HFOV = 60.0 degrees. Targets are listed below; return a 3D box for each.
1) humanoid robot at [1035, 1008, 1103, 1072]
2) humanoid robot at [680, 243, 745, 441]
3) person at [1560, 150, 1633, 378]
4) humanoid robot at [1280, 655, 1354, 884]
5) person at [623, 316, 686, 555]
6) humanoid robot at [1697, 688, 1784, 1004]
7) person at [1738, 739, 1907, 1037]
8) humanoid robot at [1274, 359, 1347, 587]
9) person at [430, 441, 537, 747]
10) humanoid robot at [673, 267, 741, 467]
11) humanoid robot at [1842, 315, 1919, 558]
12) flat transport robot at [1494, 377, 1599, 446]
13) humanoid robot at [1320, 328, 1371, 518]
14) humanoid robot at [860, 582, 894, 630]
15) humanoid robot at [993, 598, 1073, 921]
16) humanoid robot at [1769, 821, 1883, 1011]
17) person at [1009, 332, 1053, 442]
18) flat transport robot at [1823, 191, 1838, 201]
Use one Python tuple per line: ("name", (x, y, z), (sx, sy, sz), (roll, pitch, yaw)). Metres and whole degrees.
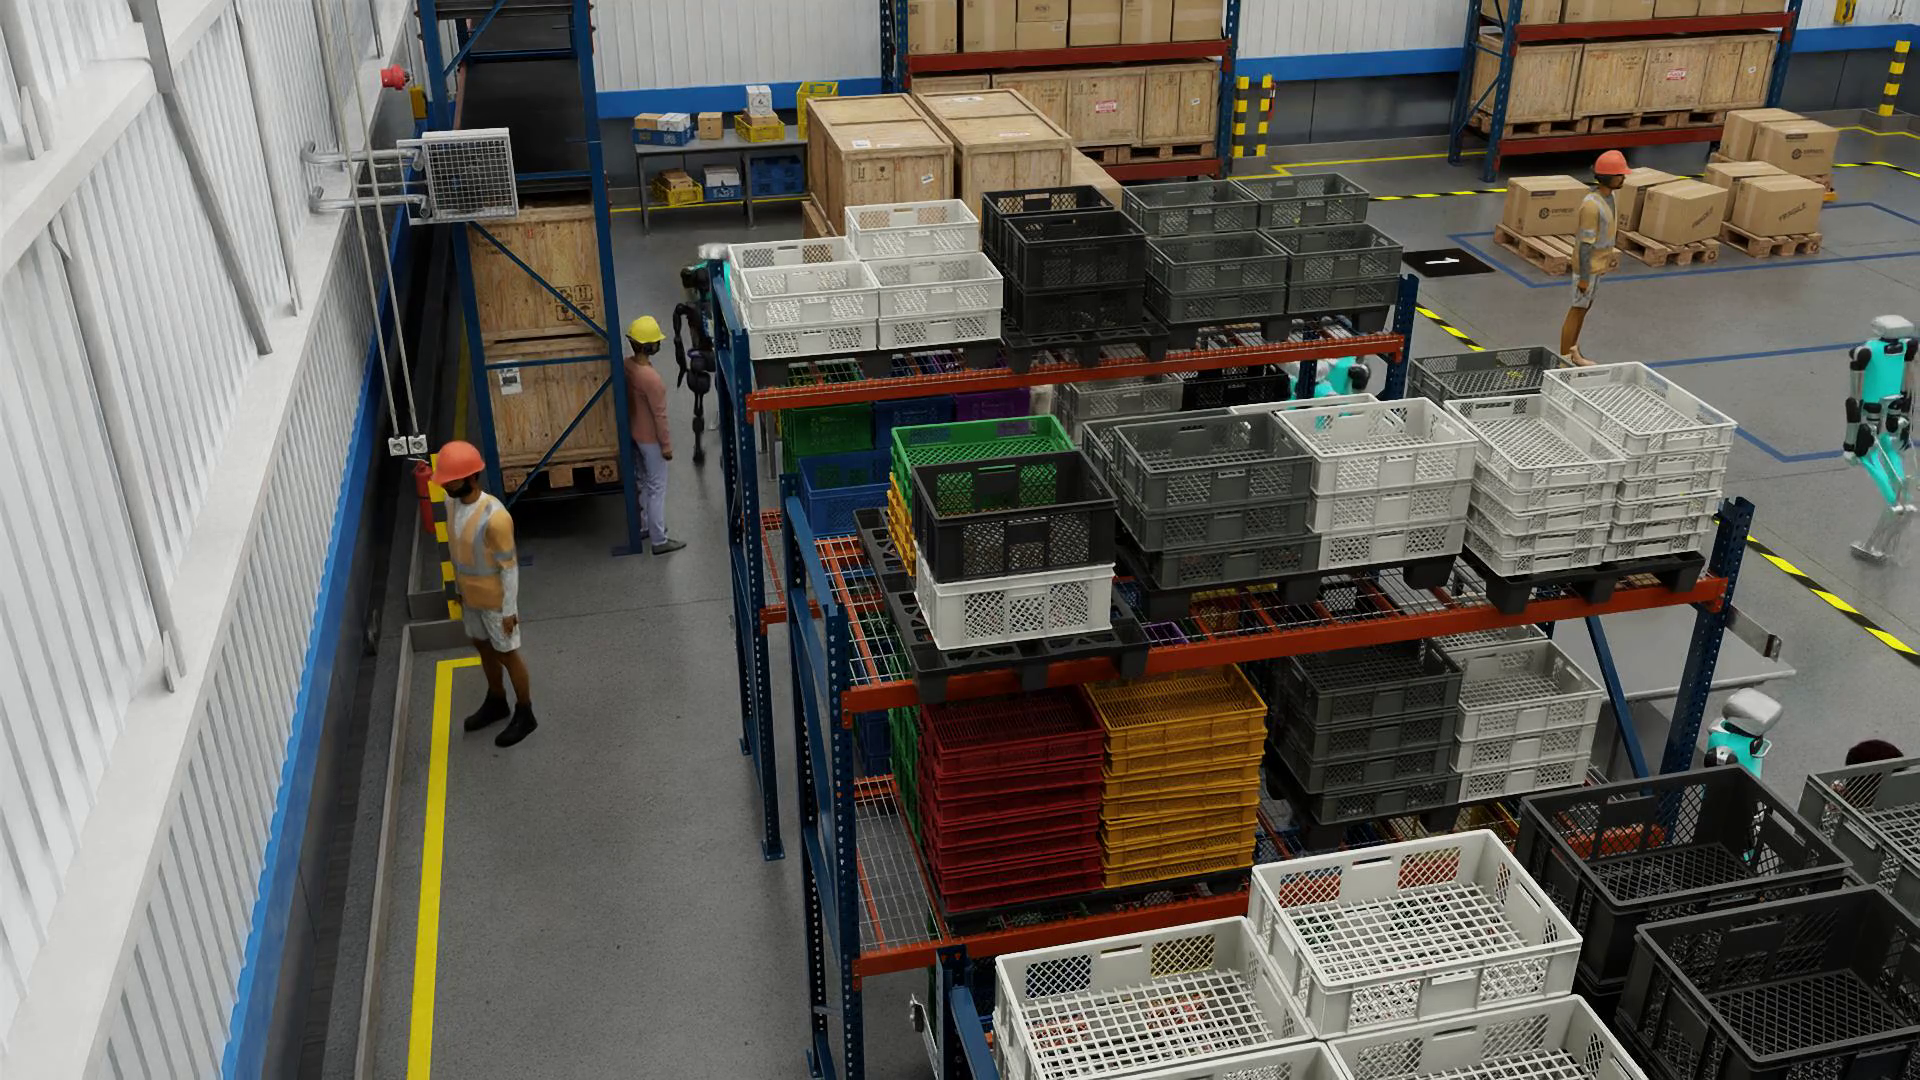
("humanoid robot", (0.419, 2.358, 6.068), (0.354, 1.646, 0.593), (-1, 28, -2))
("humanoid robot", (-1.893, -1.609, 13.573), (0.531, 1.830, 0.748), (4, 28, 7))
("person", (5.621, -2.439, 14.770), (0.366, 2.048, 0.606), (17, 32, 29))
("humanoid robot", (1.878, 1.125, 8.412), (0.538, 1.642, 0.609), (-4, 28, -7))
("person", (-2.206, -0.754, 11.880), (0.337, 1.759, 0.526), (-18, 33, -31))
("humanoid robot", (3.631, 1.491, 7.499), (0.735, 1.677, 0.533), (21, 34, 34))
("person", (3.653, 1.666, 7.131), (0.406, 1.910, 0.587), (4, 28, 7))
("humanoid robot", (2.142, -0.300, 11.115), (0.651, 1.868, 0.538), (-20, 34, -32))
("person", (-2.785, 0.311, 9.670), (0.550, 1.933, 0.370), (21, 34, 35))
("humanoid robot", (-1.953, -1.358, 13.103), (0.587, 1.648, 0.333), (-2, 28, -4))
("humanoid robot", (6.546, -0.621, 11.691), (0.555, 1.813, 0.787), (-9, 29, -17))
("flat transport robot", (4.780, -1.036, 14.013), (0.659, 0.231, 1.431), (-6, 28, -12))
("humanoid robot", (2.712, -0.661, 11.801), (0.711, 1.863, 0.537), (-25, 36, -38))
("humanoid robot", (-0.579, -0.041, 10.608), (0.402, 1.645, 0.593), (-4, 28, -7))
("humanoid robot", (0.290, 1.204, 8.212), (0.577, 1.802, 0.815), (10, 29, 18))
("humanoid robot", (3.583, 1.852, 7.021), (0.330, 1.641, 0.609), (-19, 33, -31))
("person", (0.427, -0.629, 11.566), (0.507, 1.837, 0.334), (21, 34, 34))
("flat transport robot", (9.757, -4.239, 20.059), (1.431, 0.197, 0.652), (-6, 28, -12))
